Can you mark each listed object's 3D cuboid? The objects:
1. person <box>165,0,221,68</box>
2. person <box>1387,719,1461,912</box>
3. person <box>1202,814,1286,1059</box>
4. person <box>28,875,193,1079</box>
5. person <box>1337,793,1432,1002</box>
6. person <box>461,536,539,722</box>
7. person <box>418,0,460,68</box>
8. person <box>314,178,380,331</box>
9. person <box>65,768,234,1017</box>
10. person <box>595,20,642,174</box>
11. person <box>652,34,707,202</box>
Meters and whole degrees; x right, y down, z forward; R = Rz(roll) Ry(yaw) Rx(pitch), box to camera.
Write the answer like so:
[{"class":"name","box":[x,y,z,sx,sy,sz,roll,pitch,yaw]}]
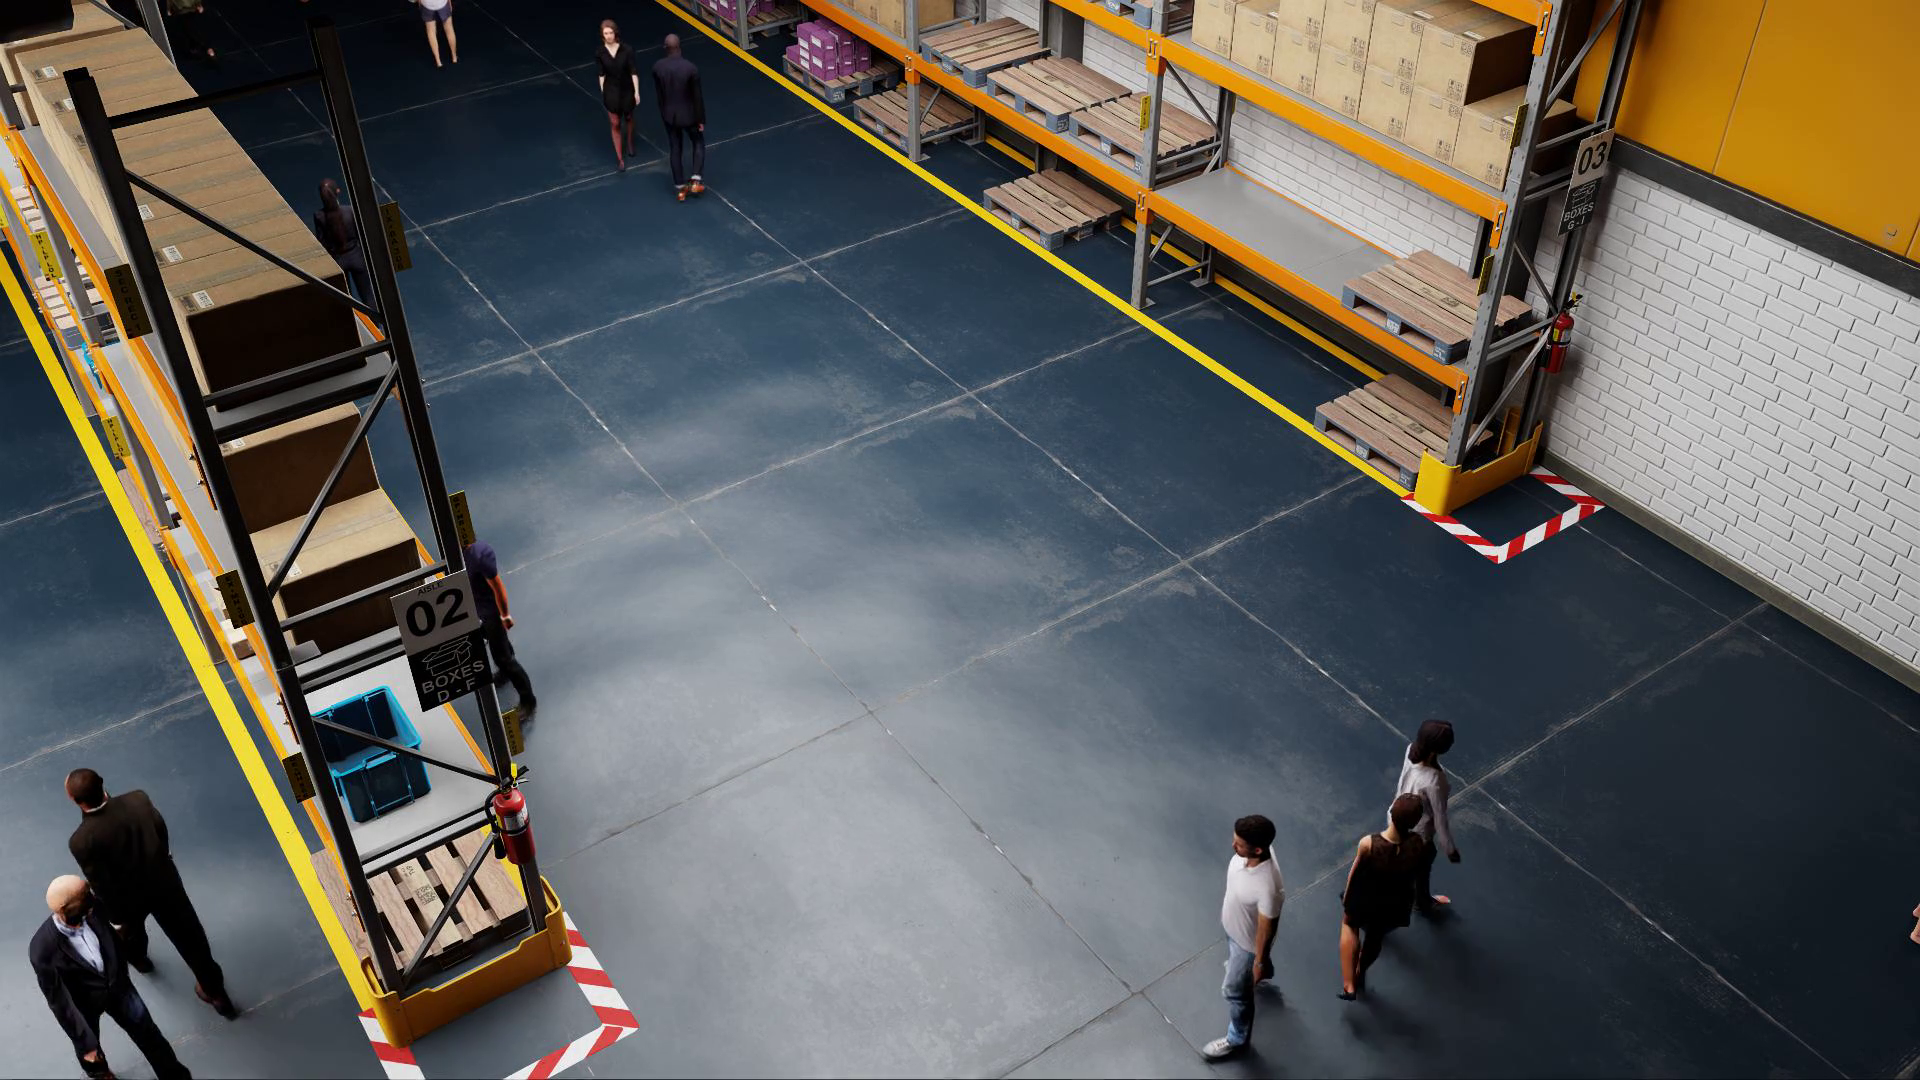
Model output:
[{"class":"person","box":[-9.635,-6.624,20.785,1.032,1.450,0.883,14,41,17]},{"class":"person","box":[2.647,1.764,10.038,0.913,1.754,0.896,0,39,0]},{"class":"person","box":[1.643,2.189,9.429,1.078,1.849,0.961,-2,39,-2]},{"class":"person","box":[-4.816,2.484,9.140,1.262,1.750,1.089,17,42,20]},{"class":"person","box":[2.447,2.135,9.645,0.791,1.665,0.860,2,39,2]},{"class":"person","box":[-3.311,0.455,11.669,0.687,1.765,0.881,30,47,32]},{"class":"person","box":[-6.573,-6.721,20.812,0.630,1.567,0.640,-13,40,-16]},{"class":"person","box":[-5.710,-2.575,15.506,0.620,1.710,0.571,-13,40,-16]},{"class":"person","box":[-4.637,2.059,9.583,1.309,1.861,0.949,26,45,29]},{"class":"person","box":[-3.794,-5.029,18.616,0.870,1.664,1.103,-7,39,-9]},{"class":"person","box":[-3.018,-4.482,17.823,0.857,1.798,0.911,5,39,6]}]
